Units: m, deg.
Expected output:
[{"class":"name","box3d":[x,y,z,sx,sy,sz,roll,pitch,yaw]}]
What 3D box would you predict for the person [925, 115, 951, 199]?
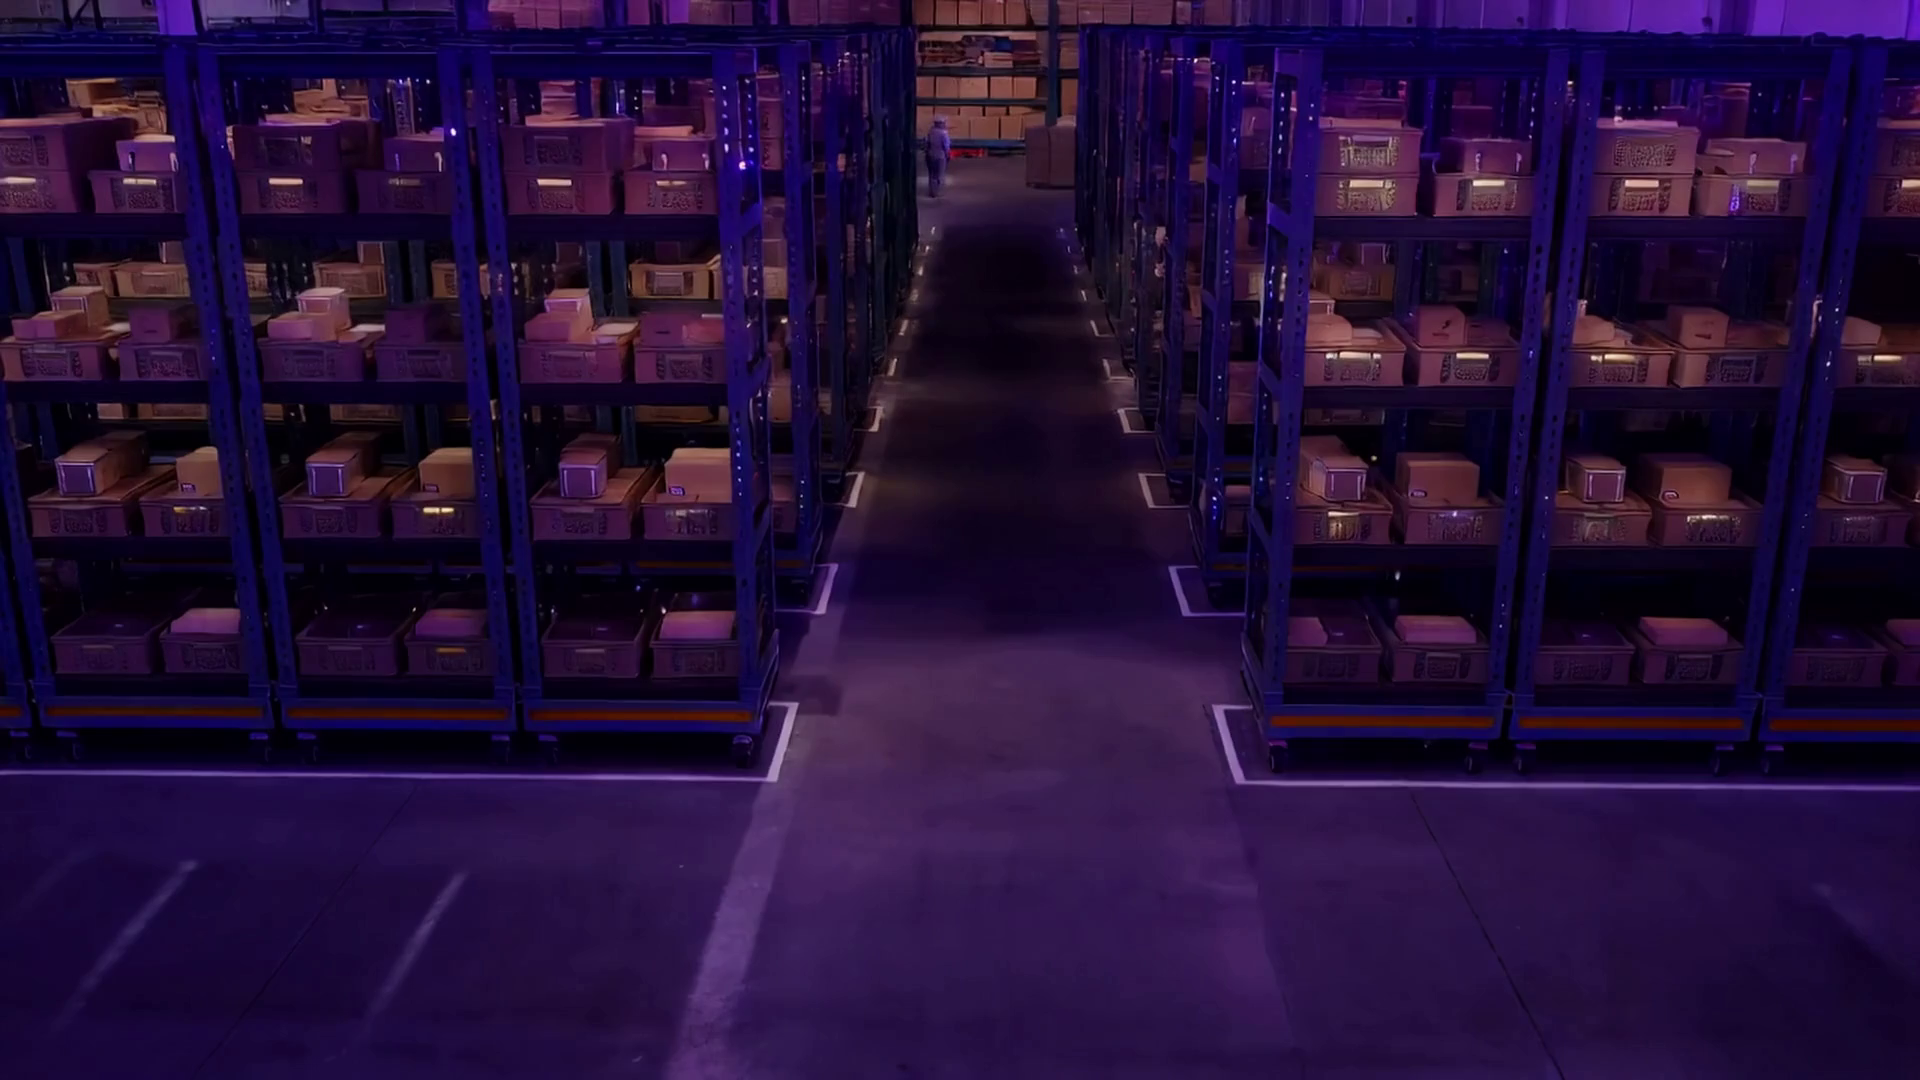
[{"class":"person","box3d":[-0.463,-8.189,35.587,0.571,1.751,0.329,6,18,17]}]
